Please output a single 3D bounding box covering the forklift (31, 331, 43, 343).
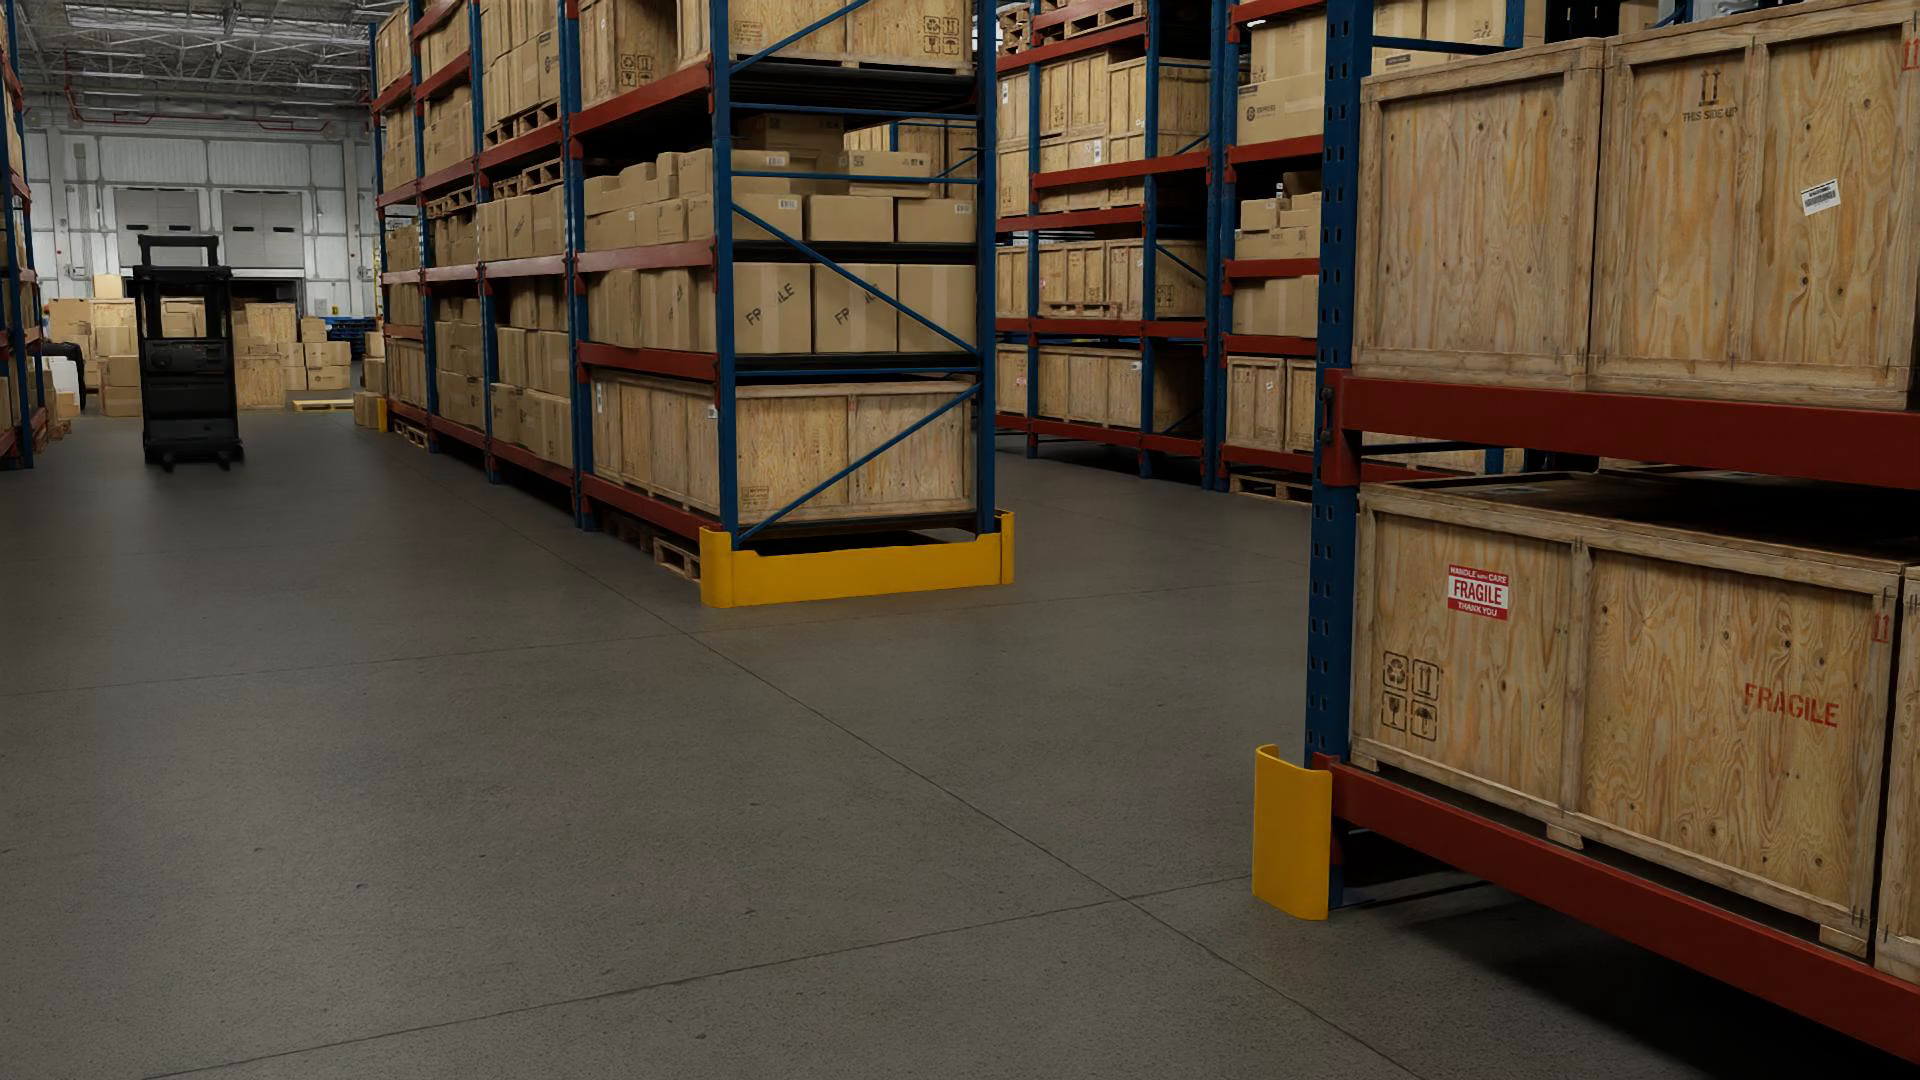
[{"bbox_3d":[-30.490,-7.251,54.090,1.129,2.768,1.873,-4,9,-26],"label":"forklift"}]

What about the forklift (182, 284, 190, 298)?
[{"bbox_3d":[-23.512,-6.862,51.410,1.873,2.768,1.129,6,10,35],"label":"forklift"}]

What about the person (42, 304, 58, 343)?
[{"bbox_3d":[-25.420,-5.659,46.563,0.550,1.886,1.035,7,11,40],"label":"person"}]

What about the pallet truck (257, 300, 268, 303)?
[{"bbox_3d":[-23.913,-7.404,58.171,1.885,1.965,0.823,-1,8,-9],"label":"pallet truck"}]

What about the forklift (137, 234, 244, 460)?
[{"bbox_3d":[-9.908,-2.491,21.266,1.129,2.768,1.873,-4,9,-26],"label":"forklift"}]
